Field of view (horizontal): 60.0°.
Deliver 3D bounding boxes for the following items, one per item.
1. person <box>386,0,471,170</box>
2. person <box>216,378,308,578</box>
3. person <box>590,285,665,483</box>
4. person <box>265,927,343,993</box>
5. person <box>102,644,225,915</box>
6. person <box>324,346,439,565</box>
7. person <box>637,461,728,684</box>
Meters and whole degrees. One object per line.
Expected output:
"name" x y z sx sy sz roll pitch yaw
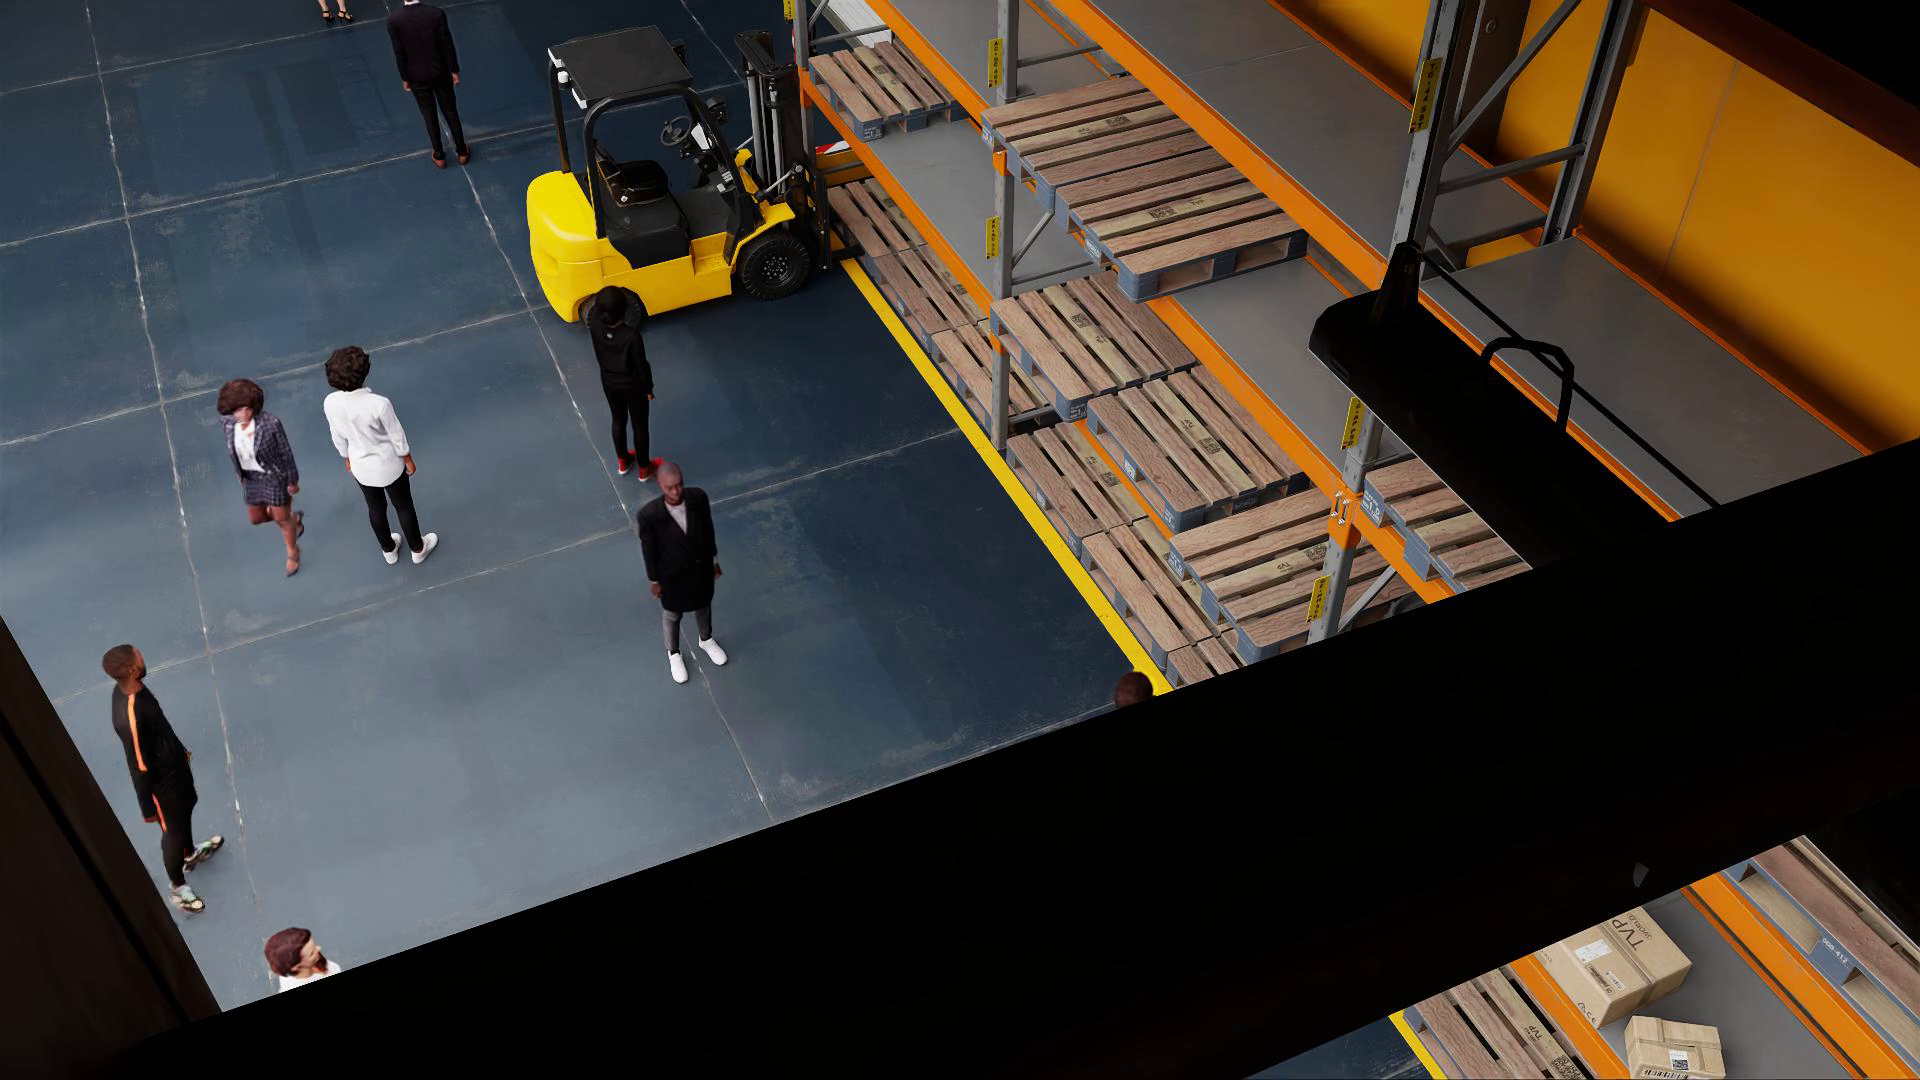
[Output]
"person" -4.911 -4.324 15.361 0.711 1.883 0.575 -14 45 -14
"person" -4.727 -0.470 11.467 0.807 1.673 0.864 10 45 11
"person" -2.458 -1.144 12.172 0.657 1.676 0.718 14 45 14
"person" -3.121 2.489 8.273 0.695 1.794 0.492 -23 48 -23
"person" -4.598 1.367 9.463 0.915 1.778 0.579 -5 44 -5
"person" -4.030 -0.563 11.466 0.711 1.808 0.699 2 44 2
"person" -1.784 0.170 10.732 0.670 1.761 0.587 -23 48 -23
